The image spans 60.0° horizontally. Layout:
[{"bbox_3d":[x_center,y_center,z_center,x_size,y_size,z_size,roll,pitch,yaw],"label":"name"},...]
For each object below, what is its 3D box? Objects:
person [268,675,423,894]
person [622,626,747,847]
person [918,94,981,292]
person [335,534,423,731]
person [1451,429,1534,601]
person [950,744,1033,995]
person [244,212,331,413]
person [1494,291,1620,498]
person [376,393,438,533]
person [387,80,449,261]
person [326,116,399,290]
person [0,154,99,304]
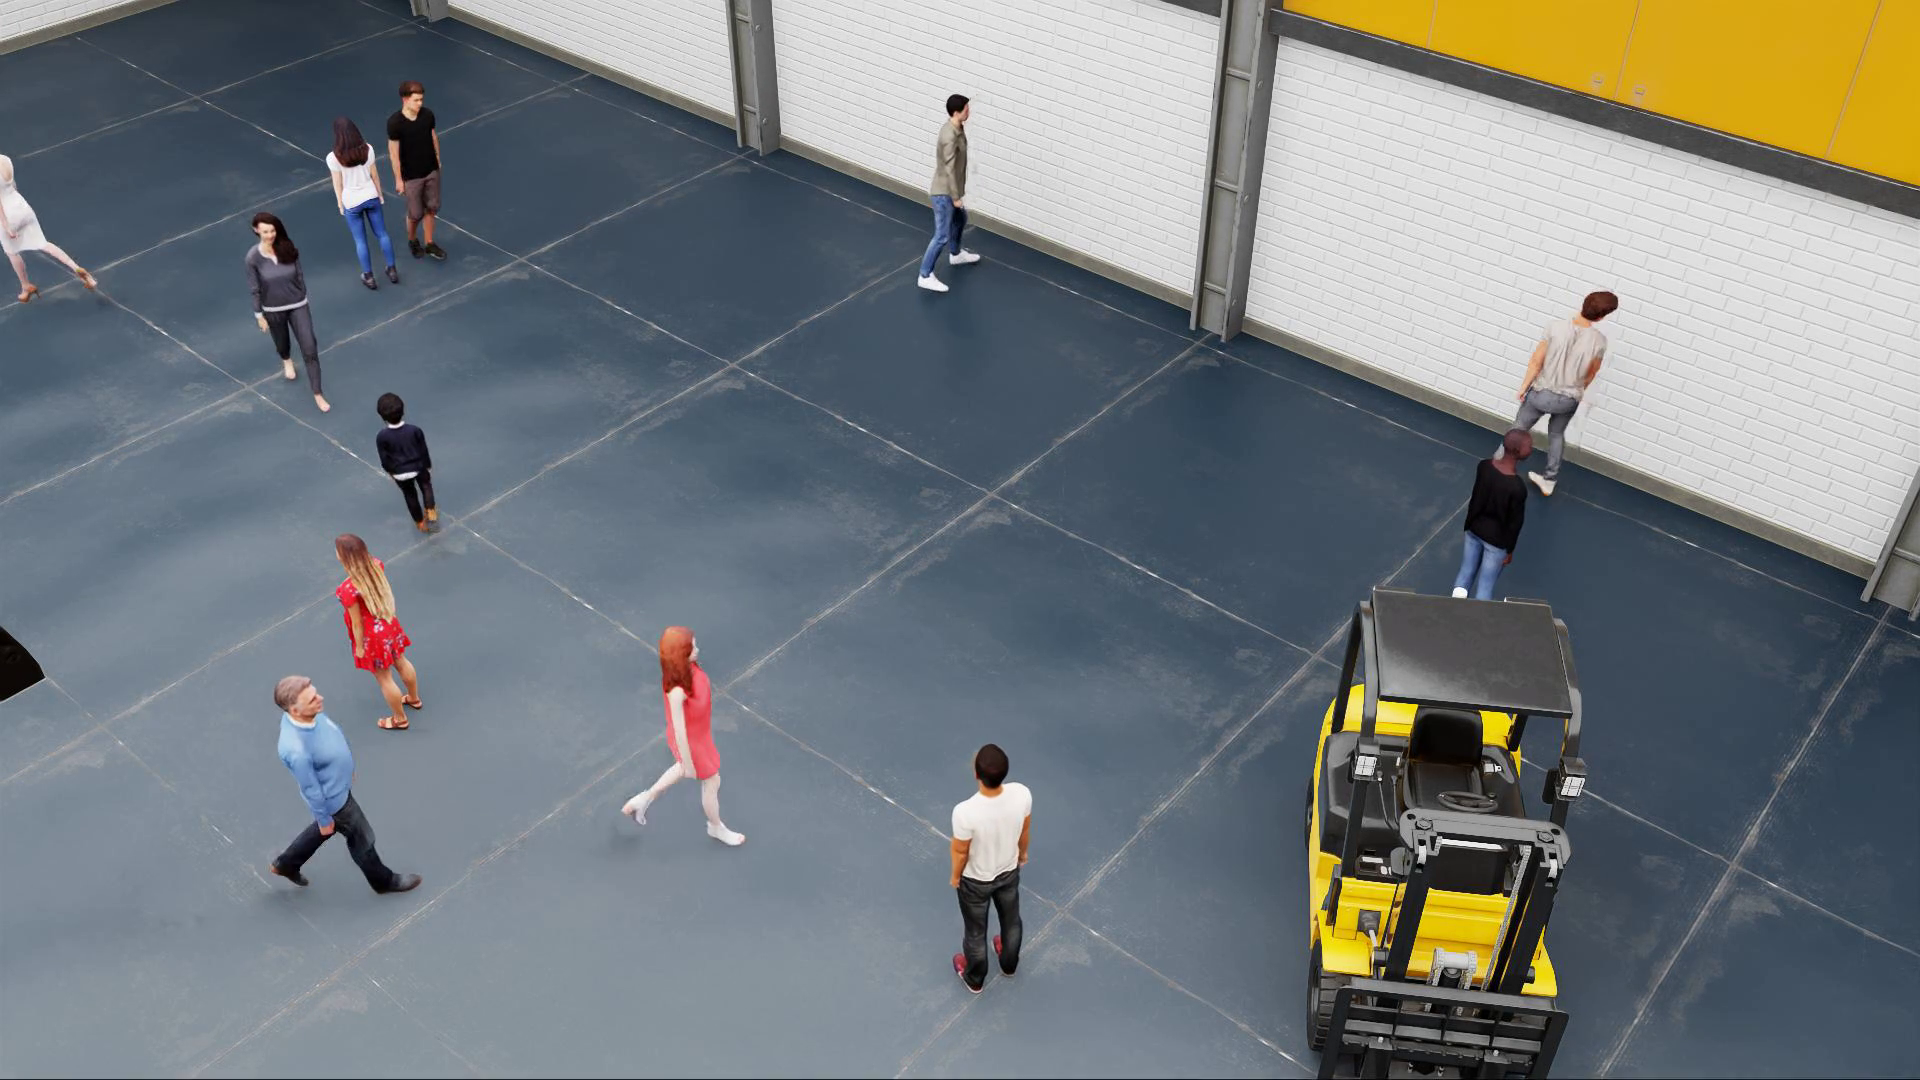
[{"bbox_3d":[-3.760,1.458,9.705,1.086,1.796,1.117,-9,39,-11],"label":"person"},{"bbox_3d":[-1.704,1.203,10.016,1.051,1.807,0.992,-3,39,-3],"label":"person"},{"bbox_3d":[-0.105,-3.300,15.634,0.995,1.833,1.002,6,39,7],"label":"person"},{"bbox_3d":[-3.835,0.603,10.940,0.653,1.592,0.643,11,40,14],"label":"person"},{"bbox_3d":[3.692,-0.026,11.603,0.716,1.746,0.577,-21,43,-24],"label":"person"},{"bbox_3d":[0.165,1.825,9.243,0.691,1.800,0.650,-19,42,-22],"label":"person"},{"bbox_3d":[-5.743,-1.983,14.070,0.843,1.726,1.220,-22,44,-25],"label":"person"},{"bbox_3d":[4.656,-1.085,12.857,0.763,1.838,0.938,1,39,1],"label":"person"},{"bbox_3d":[-4.211,-0.562,12.699,0.625,1.217,0.677,-13,41,-16],"label":"person"},{"bbox_3d":[-5.230,-3.543,15.942,0.702,1.830,0.743,-25,45,-28],"label":"person"},{"bbox_3d":[-5.594,-3.141,15.556,0.624,1.682,0.578,-28,46,-30],"label":"person"},{"bbox_3d":[-8.536,-2.924,15.218,1.142,1.764,0.931,6,39,7],"label":"person"}]
